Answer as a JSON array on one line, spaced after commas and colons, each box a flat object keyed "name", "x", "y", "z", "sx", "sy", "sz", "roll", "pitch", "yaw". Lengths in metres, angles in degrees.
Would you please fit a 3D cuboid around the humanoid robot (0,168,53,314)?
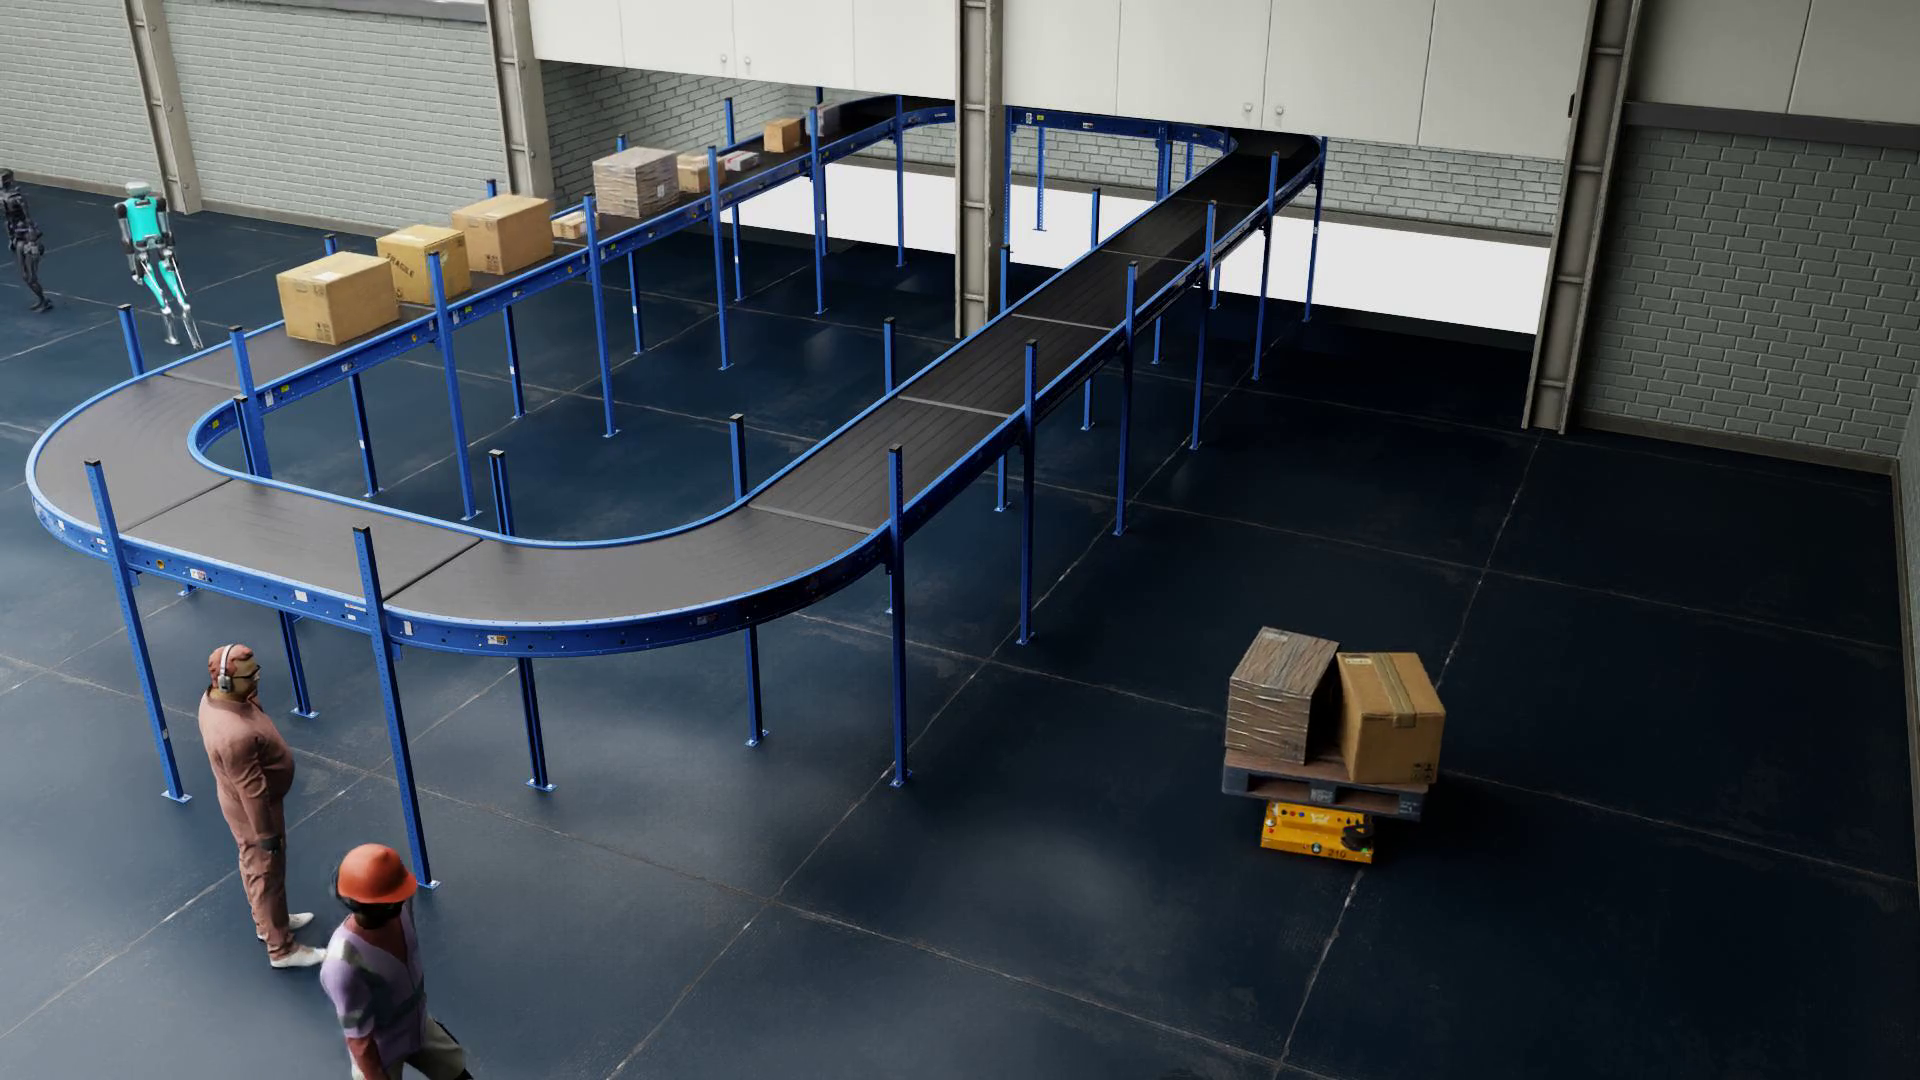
[{"name": "humanoid robot", "x": -10.515, "y": -3.378, "z": 18.700, "sx": 0.616, "sy": 1.643, "sz": 0.327, "roll": 18, "pitch": 31, "yaw": 31}]

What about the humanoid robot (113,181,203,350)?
[{"name": "humanoid robot", "x": -8.415, "y": -2.809, "z": 17.608, "sx": 0.813, "sy": 1.879, "sz": 0.548, "roll": 21, "pitch": 33, "yaw": 36}]

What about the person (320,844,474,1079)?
[{"name": "person", "x": -2.329, "y": 2.162, "z": 7.166, "sx": 0.868, "sy": 2.012, "sz": 0.623, "roll": 6, "pitch": 27, "yaw": 12}]

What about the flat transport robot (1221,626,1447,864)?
[{"name": "flat transport robot", "x": 2.303, "y": 1.501, "z": 10.452, "sx": 0.659, "sy": 0.231, "sz": 1.431, "roll": 7, "pitch": 27, "yaw": 13}]

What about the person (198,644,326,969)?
[{"name": "person", "x": -3.709, "y": 1.398, "z": 8.823, "sx": 0.404, "sy": 1.905, "sz": 0.642, "roll": -14, "pitch": 30, "yaw": -26}]
